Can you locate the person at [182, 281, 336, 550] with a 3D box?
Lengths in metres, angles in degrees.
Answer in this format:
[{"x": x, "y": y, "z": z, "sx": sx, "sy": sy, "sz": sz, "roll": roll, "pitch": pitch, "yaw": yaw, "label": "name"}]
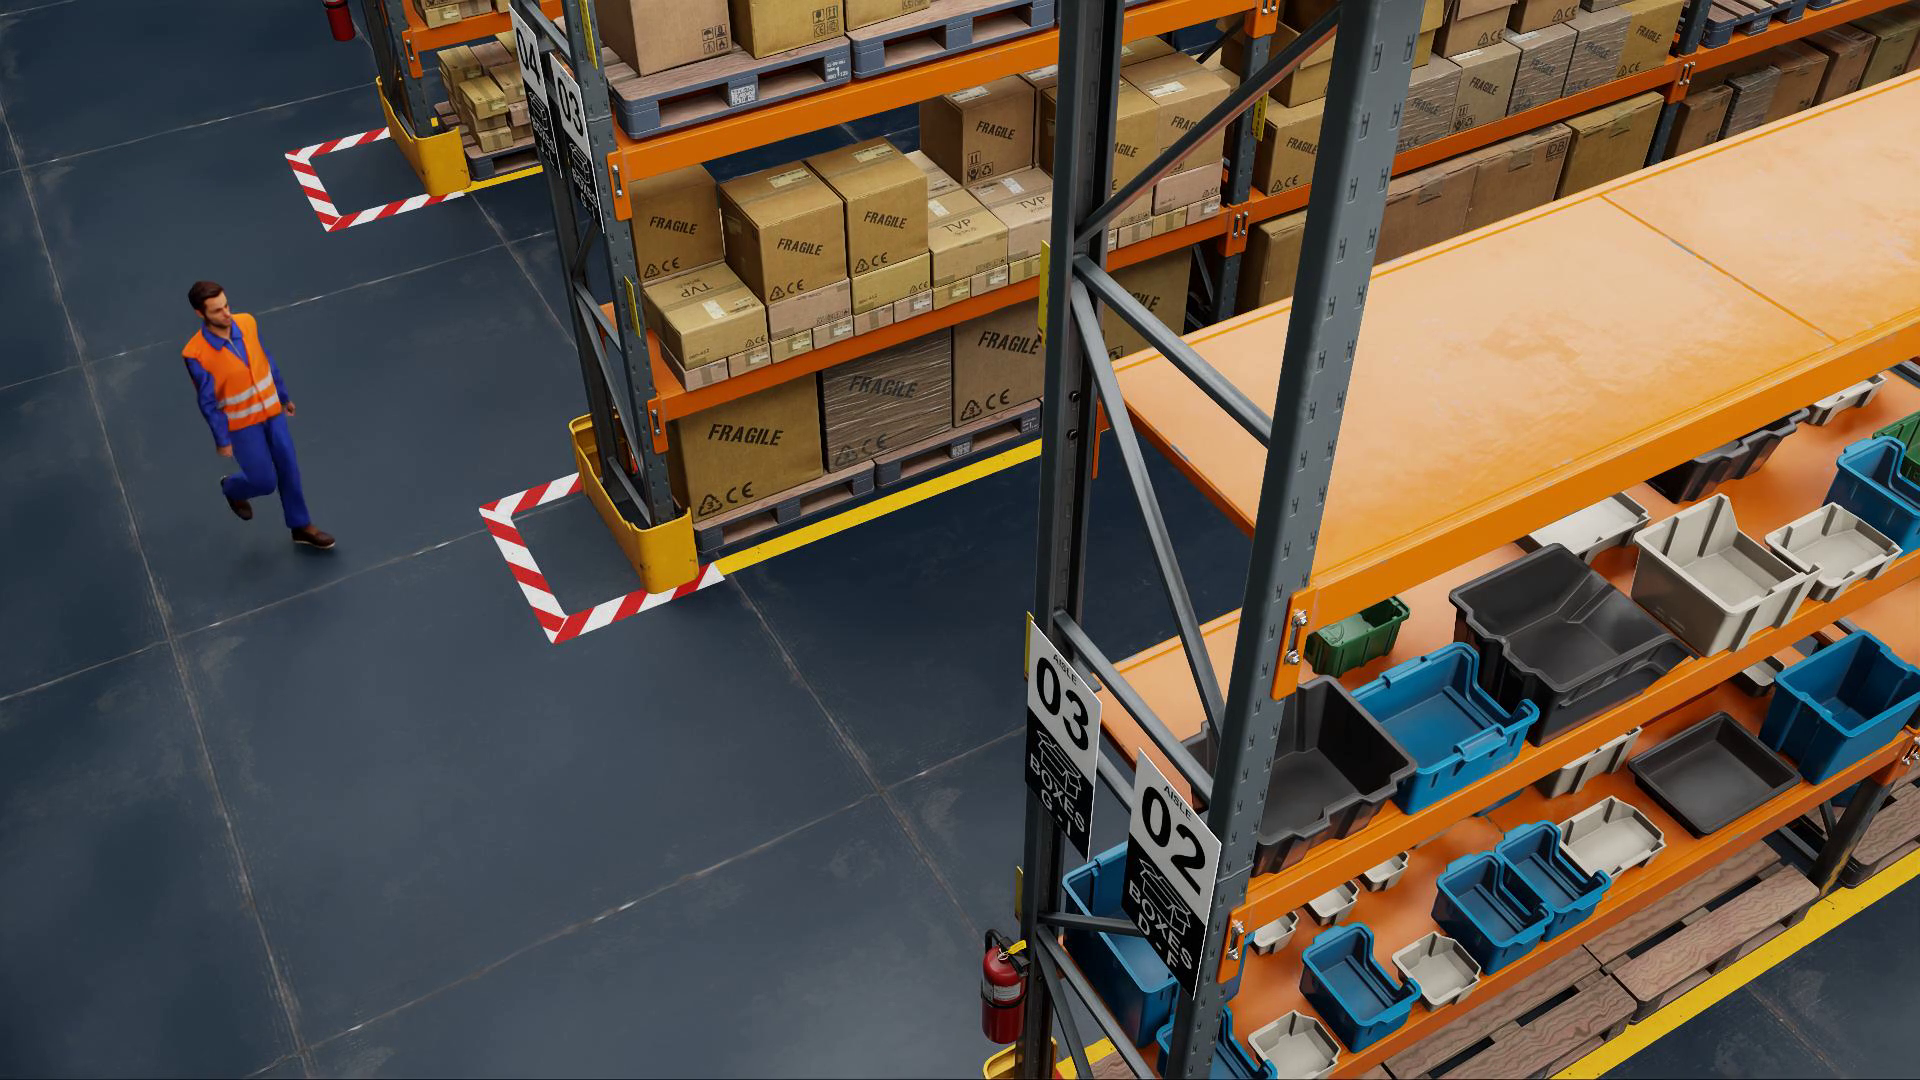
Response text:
[{"x": -4.107, "y": -0.706, "z": 9.512, "sx": 1.056, "sy": 1.850, "sz": 1.047, "roll": 18, "pitch": 46, "yaw": 18, "label": "person"}]
